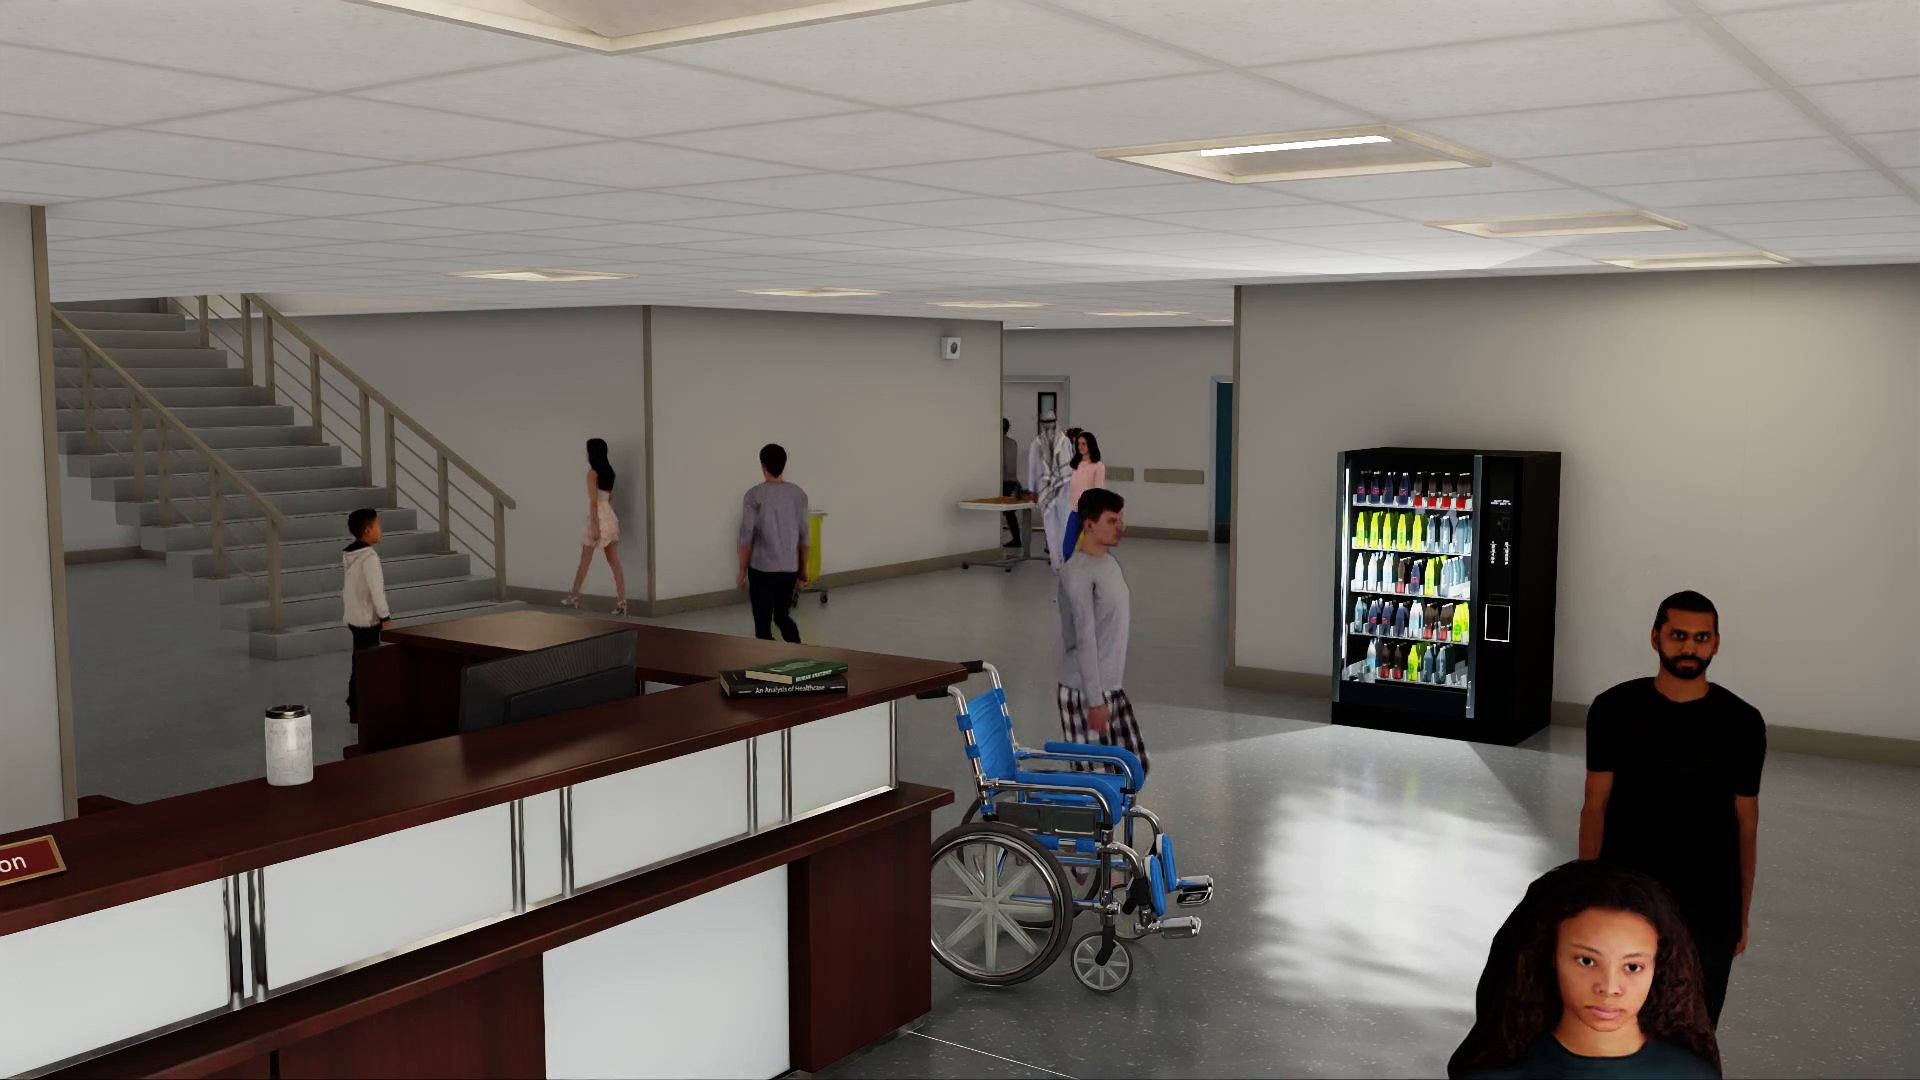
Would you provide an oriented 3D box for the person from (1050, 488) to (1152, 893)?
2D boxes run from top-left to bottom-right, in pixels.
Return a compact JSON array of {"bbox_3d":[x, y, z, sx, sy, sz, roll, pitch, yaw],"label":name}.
[{"bbox_3d":[0.523,0.681,7.532,0.776,1.831,0.667,3,6,26],"label":"person"}]

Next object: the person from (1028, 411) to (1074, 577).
[{"bbox_3d":[1.091,-0.525,19.194,1.050,1.897,1.095,0,6,-2],"label":"person"}]

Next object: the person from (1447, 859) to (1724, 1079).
[{"bbox_3d":[0.967,1.287,2.596,0.689,1.614,0.770,0,6,2],"label":"person"}]

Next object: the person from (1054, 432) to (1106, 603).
[{"bbox_3d":[1.348,-0.213,16.854,0.833,1.745,0.843,-5,8,-42],"label":"person"}]

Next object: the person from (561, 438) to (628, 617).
[{"bbox_3d":[-3.353,-0.097,15.933,1.018,1.698,0.652,3,7,28],"label":"person"}]

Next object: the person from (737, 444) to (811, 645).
[{"bbox_3d":[-1.305,0.229,12.033,0.780,1.830,0.804,-4,7,-35],"label":"person"}]

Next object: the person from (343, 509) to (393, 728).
[{"bbox_3d":[-4.025,0.523,11.033,0.710,1.444,0.552,-4,7,-35],"label":"person"}]

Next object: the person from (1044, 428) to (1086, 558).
[{"bbox_3d":[1.311,-0.526,20.541,1.155,1.629,0.685,5,7,39],"label":"person"}]

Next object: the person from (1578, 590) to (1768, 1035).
[{"bbox_3d":[1.976,1.012,4.703,1.039,1.740,0.861,2,6,19],"label":"person"}]
